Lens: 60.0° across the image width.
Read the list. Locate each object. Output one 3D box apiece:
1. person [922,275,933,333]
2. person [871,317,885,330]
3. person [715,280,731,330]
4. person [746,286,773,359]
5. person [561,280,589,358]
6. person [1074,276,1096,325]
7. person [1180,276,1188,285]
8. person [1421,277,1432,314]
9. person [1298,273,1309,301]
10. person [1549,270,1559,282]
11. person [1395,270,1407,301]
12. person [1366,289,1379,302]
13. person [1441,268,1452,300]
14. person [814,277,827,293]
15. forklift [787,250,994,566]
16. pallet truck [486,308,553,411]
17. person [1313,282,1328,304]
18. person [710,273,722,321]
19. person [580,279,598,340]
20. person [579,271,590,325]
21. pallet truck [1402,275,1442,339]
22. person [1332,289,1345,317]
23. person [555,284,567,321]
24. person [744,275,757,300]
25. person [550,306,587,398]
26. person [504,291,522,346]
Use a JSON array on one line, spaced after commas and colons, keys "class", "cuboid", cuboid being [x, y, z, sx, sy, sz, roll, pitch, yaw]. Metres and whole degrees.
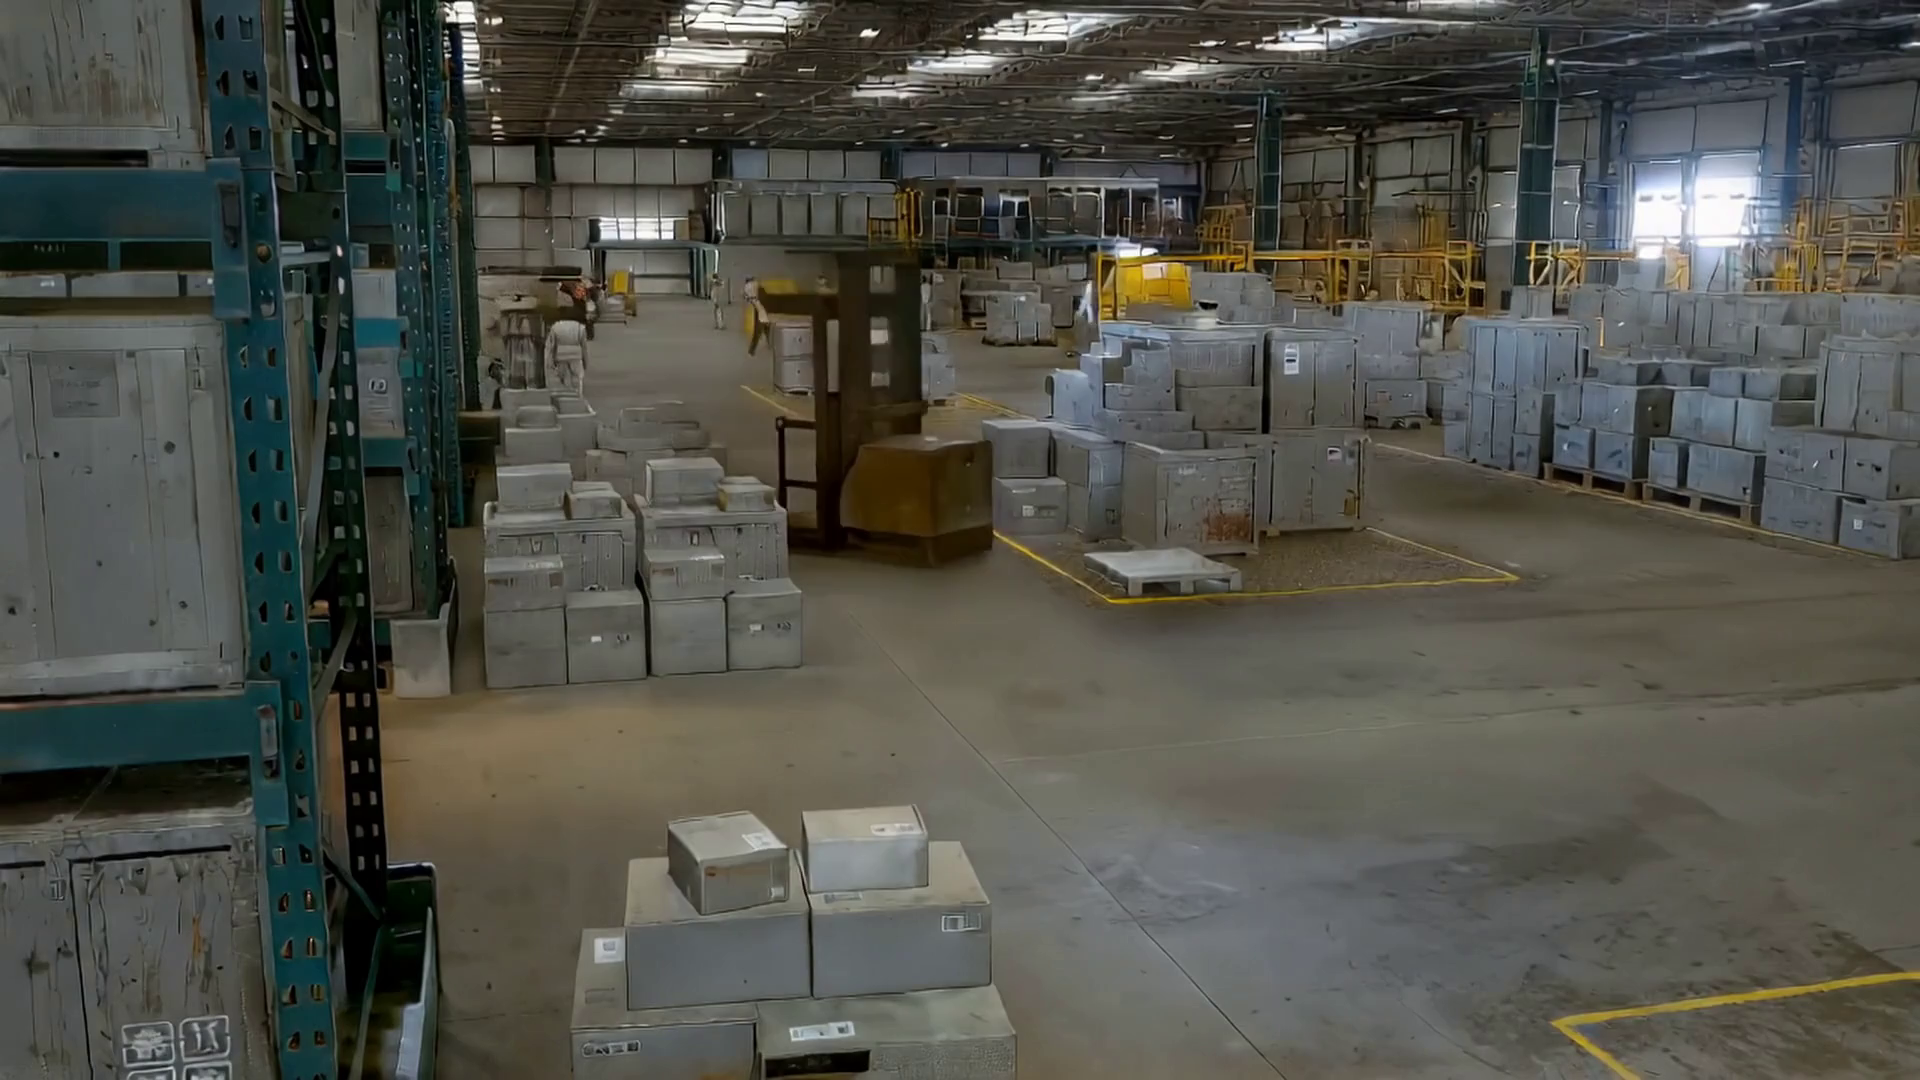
[{"class": "person", "cuboid": [-1.133, -7.786, 55.000, 0.587, 1.914, 0.391, -8, 13, -39]}, {"class": "person", "cuboid": [-1.781, -4.022, 34.480, 0.503, 1.624, 0.527, -5, 11, -26]}, {"class": "person", "cuboid": [-8.178, -8.130, 57.509, 0.537, 1.716, 0.836, 1, 10, 8]}, {"class": "person", "cuboid": [-5.076, -5.570, 42.604, 0.595, 1.862, 1.023, -9, 13, -41]}, {"class": "person", "cuboid": [-9.714, -5.641, 42.493, 0.938, 2.000, 0.710, 6, 12, 30]}, {"class": "person", "cuboid": [4.666, -8.849, 61.369, 0.534, 1.789, 0.983, -8, 13, -37]}, {"class": "person", "cuboid": [7.683, -8.180, 57.438, 0.429, 1.844, 0.627, -5, 11, -26]}, {"class": "person", "cuboid": [15.142, -7.625, 54.014, 0.370, 1.940, 0.627, 7, 12, 33]}, {"class": "person", "cuboid": [14.863, -10.606, 71.576, 0.869, 1.701, 0.496, -5, 11, -26]}, {"class": "person", "cuboid": [23.317, -9.654, 65.532, 0.601, 1.934, 0.984, 0, 10, -2]}, {"class": "person", "cuboid": [19.509, -11.016, 73.491, 0.429, 1.841, 0.634, -7, 12, -36]}, {"class": "person", "cuboid": [9.211, -4.686, 37.450, 0.396, 1.919, 0.581, 3, 11, 18]}, {"class": "person", "cuboid": [21.998, -11.381, 75.312, 0.401, 1.938, 0.628, 2, 10, 9]}, {"class": "person", "cuboid": [-4.882, -8.198, 57.601, 0.517, 1.812, 0.982, -6, 12, -31]}, {"class": "forklift", "cuboid": [-0.702, -1.278, 15.408, 1.873, 2.768, 1.129, 7, 12, 36]}, {"class": "pallet truck", "cuboid": [-6.242, -2.418, 24.362, 0.823, 1.965, 1.885, 1, 10, 3]}, {"class": "person", "cuboid": [11.967, -7.725, 55.297, 0.534, 1.692, 0.321, 7, 12, 35]}, {"class": "person", "cuboid": [-9.393, -9.414, 64.487, 0.541, 1.822, 0.963, 0, 10, 0]}, {"class": "person", "cuboid": [-11.433, -7.103, 51.242, 0.563, 1.885, 1.012, -4, 11, -22]}, {"class": "person", "cuboid": [-13.774, -8.828, 60.751, 0.614, 1.963, 0.362, -8, 13, -37]}, {"class": "pallet truck", "cuboid": [14.620, -7.324, 52.145, 0.823, 1.965, 1.885, 8, 13, 40]}, {"class": "person", "cuboid": [8.864, -4.897, 38.762, 0.355, 1.876, 0.574, -6, 12, -32]}, {"class": "person", "cuboid": [-12.649, -7.331, 53.052, 0.534, 1.693, 0.320, 1, 10, 6]}, {"class": "person", "cuboid": [-7.287, -8.355, 58.302, 0.569, 1.896, 0.762, 6, 12, 30]}, {"class": "person", "cuboid": [-6.771, -3.122, 28.792, 0.622, 1.844, 0.429, -3, 11, -18]}, {"class": "person", "cuboid": [-12.837, -6.328, 47.587, 0.505, 1.614, 0.680, 4, 11, 19]}]
